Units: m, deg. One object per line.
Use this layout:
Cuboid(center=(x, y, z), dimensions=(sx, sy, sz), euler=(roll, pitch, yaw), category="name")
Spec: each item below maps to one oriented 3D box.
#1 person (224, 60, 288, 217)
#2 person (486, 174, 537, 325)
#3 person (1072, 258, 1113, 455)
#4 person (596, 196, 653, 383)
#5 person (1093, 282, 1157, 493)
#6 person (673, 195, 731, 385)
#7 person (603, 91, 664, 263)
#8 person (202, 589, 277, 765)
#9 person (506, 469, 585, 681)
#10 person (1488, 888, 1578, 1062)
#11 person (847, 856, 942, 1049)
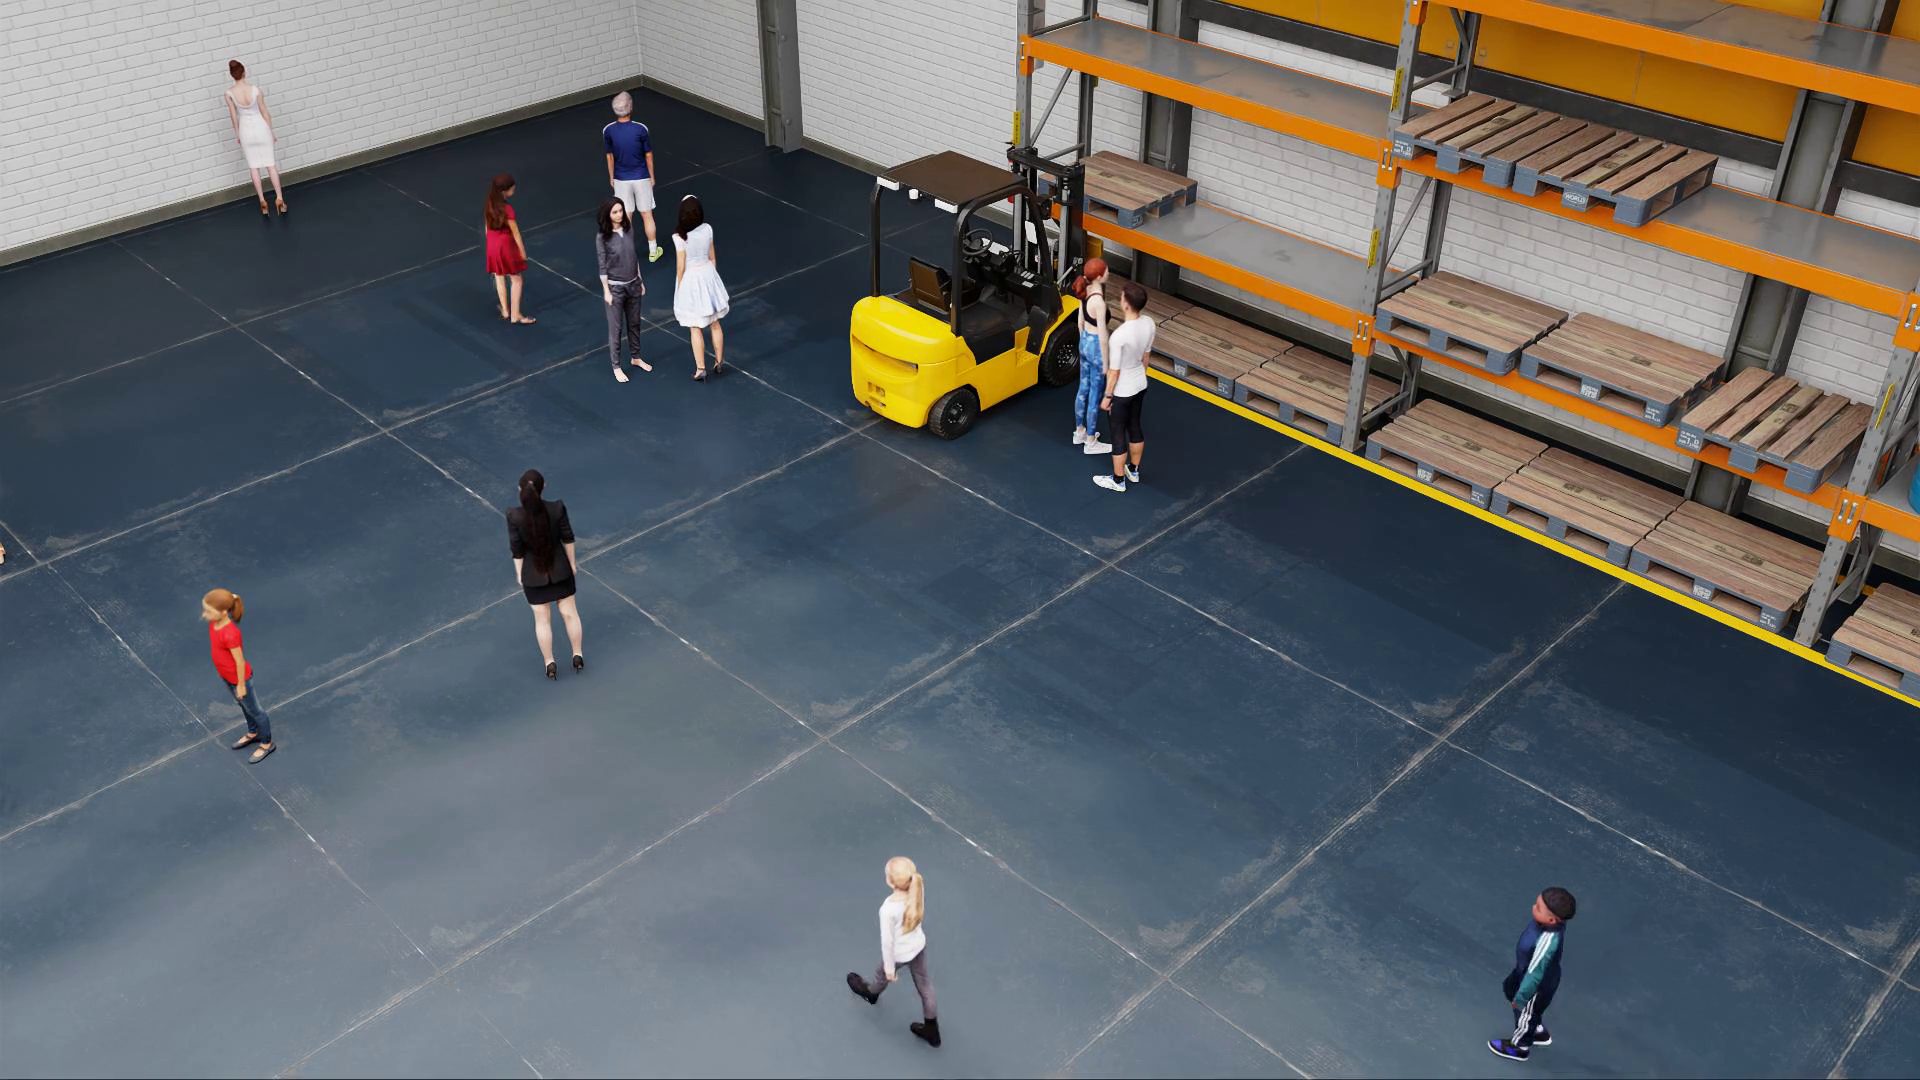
Cuboid(center=(-7.908, -4.509, 18.644), dimensions=(0.643, 1.790, 0.649), euler=(-7, 34, -11), category="person")
Cuboid(center=(-4.554, -2.906, 16.461), dimensions=(0.679, 1.537, 0.856), euler=(8, 34, 12), category="person")
Cuboid(center=(1.142, -1.580, 14.242), dimensions=(0.714, 1.785, 0.631), euler=(-14, 36, -20), category="person")
Cuboid(center=(-3.144, -2.355, 15.426), dimensions=(0.517, 1.765, 0.598), euler=(26, 42, 34), category="person")
Cuboid(center=(1.384, -1.263, 13.705), dimensions=(0.549, 1.852, 0.656), euler=(28, 43, 35), category="person")
Cuboid(center=(-2.395, -2.301, 15.298), dimensions=(0.726, 1.818, 0.751), euler=(-23, 40, -30), category="person")
Cuboid(center=(-3.464, -3.825, 17.572), dimensions=(0.721, 1.839, 0.762), euler=(-3, 34, -4), category="person")
Cuboid(center=(-4.774, 0.873, 10.980), dimensions=(0.437, 1.311, 0.529), euler=(28, 43, 35), category="person")
Cuboid(center=(-2.871, 0.236, 11.590), dimensions=(0.671, 1.697, 0.667), euler=(-12, 36, -18), category="person")
Cuboid(center=(3.122, 2.328, 8.844), dimensions=(0.631, 1.252, 0.596), euler=(14, 36, 20), category="person")
Cuboid(center=(-0.254, 2.243, 8.974), dimensions=(0.497, 1.251, 0.873), euler=(-29, 43, -36), category="person")
